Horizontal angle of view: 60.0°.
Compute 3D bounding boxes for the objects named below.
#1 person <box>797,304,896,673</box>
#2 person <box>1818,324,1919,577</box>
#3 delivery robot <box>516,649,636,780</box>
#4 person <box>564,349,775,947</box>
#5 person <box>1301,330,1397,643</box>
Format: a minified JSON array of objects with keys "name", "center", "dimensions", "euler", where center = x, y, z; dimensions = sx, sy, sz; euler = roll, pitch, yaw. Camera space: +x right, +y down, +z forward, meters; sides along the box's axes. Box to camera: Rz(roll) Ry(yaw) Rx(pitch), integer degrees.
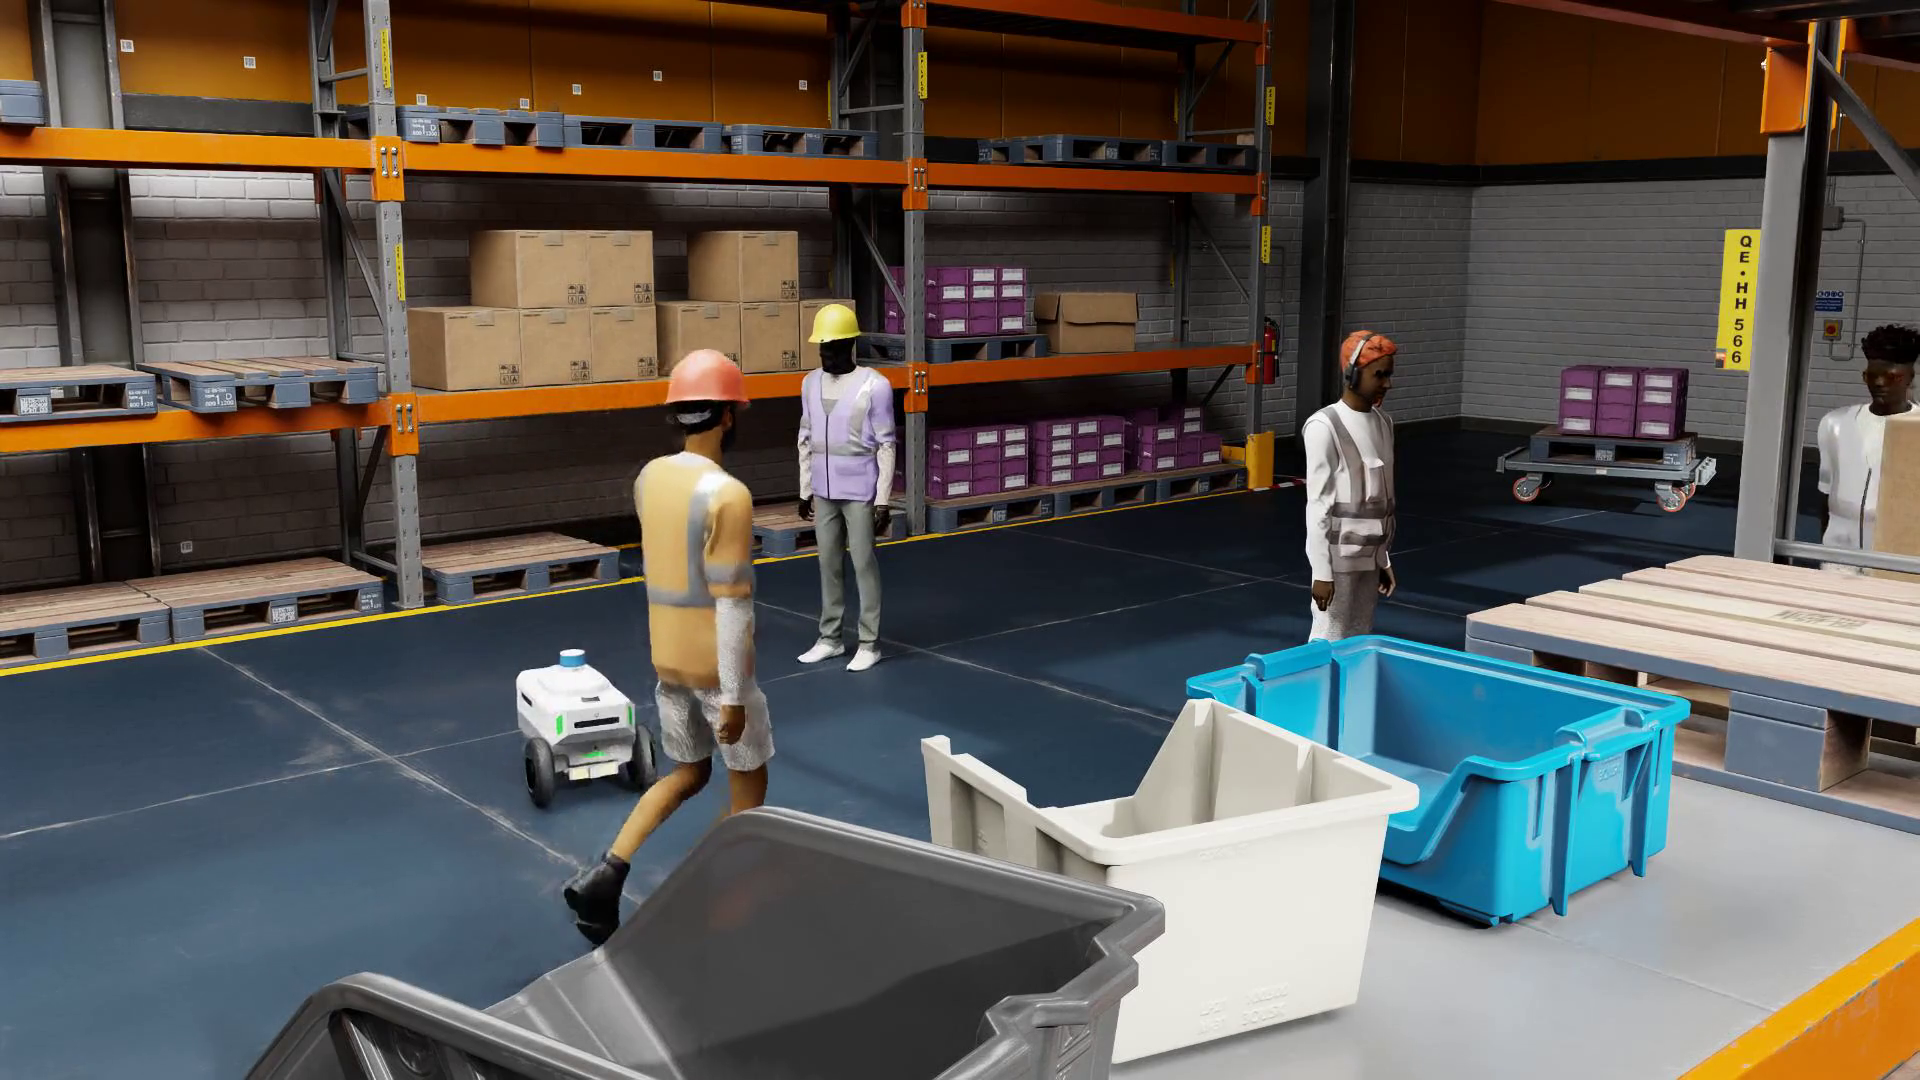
[{"name":"person","center":[-0.619,-0.267,8.711],"dimensions":[0.594,1.922,0.386],"euler":[7,12,33]},{"name":"person","center":[3.903,0.048,6.987],"dimensions":[0.993,1.924,0.609],"euler":[-8,13,-39]},{"name":"delivery robot","center":[-1.598,0.697,6.885],"dimensions":[0.477,0.478,0.707],"euler":[-5,11,-27]},{"name":"person","center":[-0.851,0.380,5.112],"dimensions":[0.708,1.920,0.561],"euler":[-10,14,-43]},{"name":"person","center":[1.604,0.091,6.811],"dimensions":[0.356,1.887,0.573],"euler":[9,13,40]}]
